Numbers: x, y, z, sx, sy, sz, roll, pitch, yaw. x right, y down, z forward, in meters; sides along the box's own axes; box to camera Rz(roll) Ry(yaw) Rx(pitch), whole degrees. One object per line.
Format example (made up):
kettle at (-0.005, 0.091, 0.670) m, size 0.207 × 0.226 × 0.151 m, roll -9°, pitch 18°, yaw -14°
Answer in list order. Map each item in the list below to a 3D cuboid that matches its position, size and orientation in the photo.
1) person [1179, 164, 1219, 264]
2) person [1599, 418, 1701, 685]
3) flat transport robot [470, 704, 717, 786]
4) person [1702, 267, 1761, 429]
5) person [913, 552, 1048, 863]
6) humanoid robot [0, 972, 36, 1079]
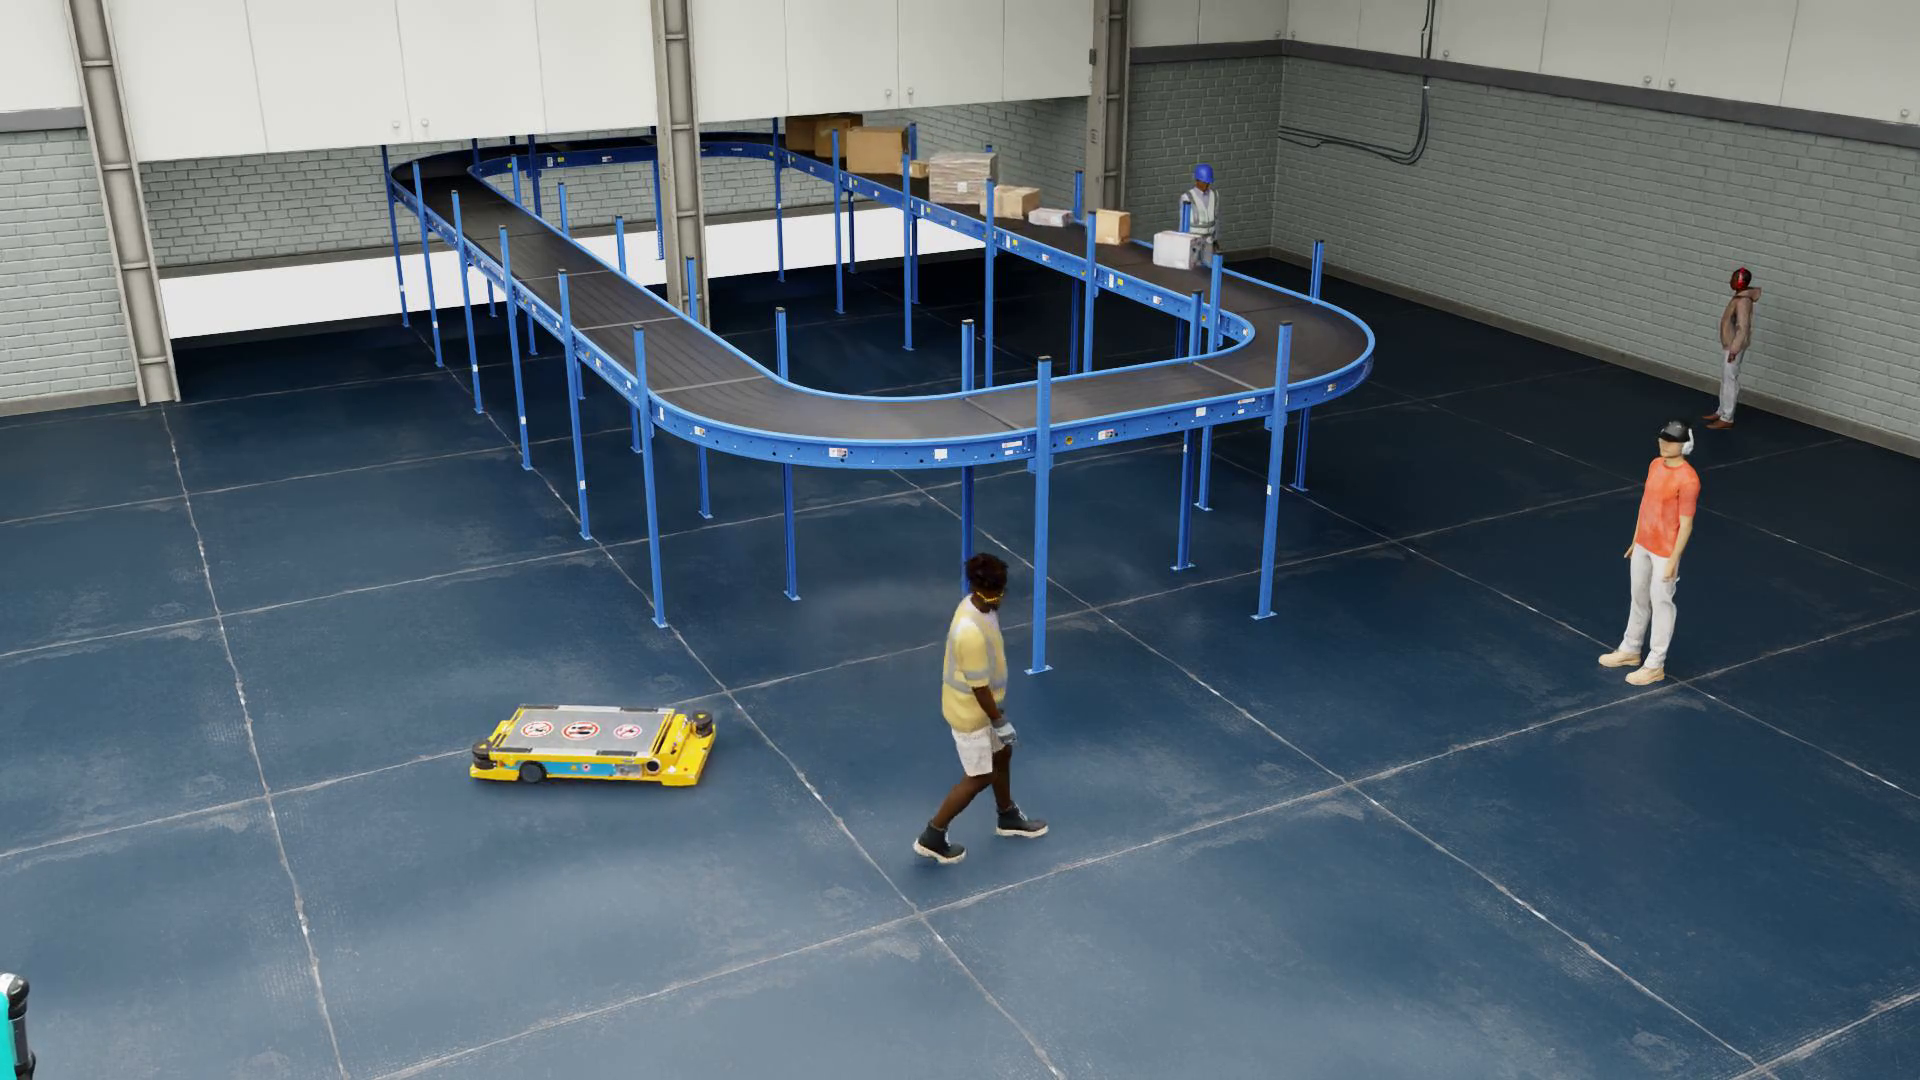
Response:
person at (3.022, -3.785, 21.023) m, size 0.612 × 1.933 × 0.414 m, roll -14°, pitch 26°, yaw -30°
person at (4.812, 0.074, 11.507) m, size 0.374 × 1.913 × 0.476 m, roll -6°, pitch 23°, yaw -14°
flat transport robot at (-2.330, 1.313, 10.631) m, size 1.431 × 0.231 × 0.659 m, roll 1°, pitch 22°, yaw 3°
person at (7.824, -1.937, 16.815) m, size 0.311 × 1.650 × 0.470 m, roll 7°, pitch 23°, yaw 16°
person at (0.109, 0.929, 9.373) m, size 0.710 × 1.923 × 0.599 m, roll 2°, pitch 22°, yaw 6°
humanoid robot at (-3.805, 2.274, 6.215) m, size 0.767 × 1.718 × 0.531 m, roll 6°, pitch 23°, yaw 14°
